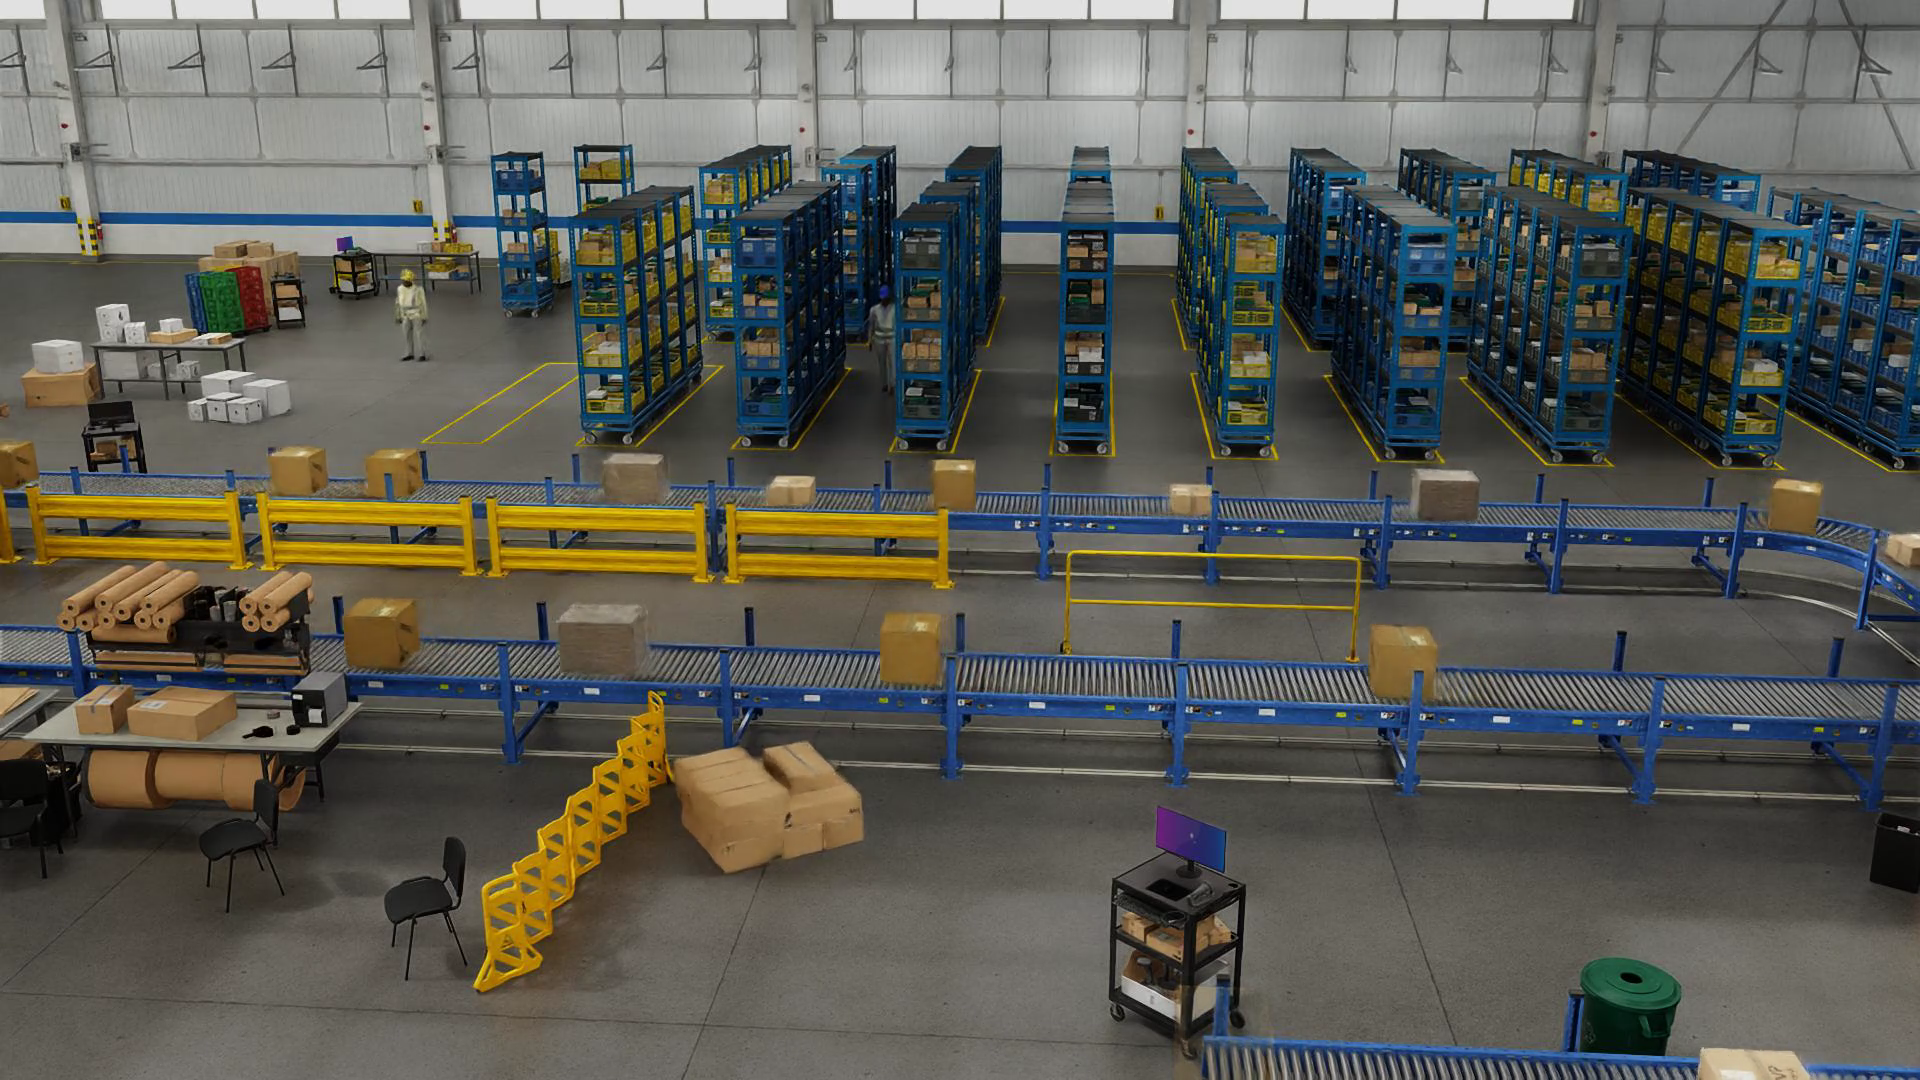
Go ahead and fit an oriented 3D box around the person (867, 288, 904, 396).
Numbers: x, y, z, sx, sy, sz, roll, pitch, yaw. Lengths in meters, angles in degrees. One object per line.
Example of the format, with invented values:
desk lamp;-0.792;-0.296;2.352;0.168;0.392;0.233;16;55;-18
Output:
person;-1.340;-3.521;29.595;0.651;1.905;0.935;1;18;2

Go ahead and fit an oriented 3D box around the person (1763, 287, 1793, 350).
person;15.462;-3.993;31.280;0.909;1.812;0.581;-1;18;-3

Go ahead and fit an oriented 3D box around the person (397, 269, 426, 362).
person;-10.722;-4.391;32.493;0.600;1.829;0.404;6;18;18
